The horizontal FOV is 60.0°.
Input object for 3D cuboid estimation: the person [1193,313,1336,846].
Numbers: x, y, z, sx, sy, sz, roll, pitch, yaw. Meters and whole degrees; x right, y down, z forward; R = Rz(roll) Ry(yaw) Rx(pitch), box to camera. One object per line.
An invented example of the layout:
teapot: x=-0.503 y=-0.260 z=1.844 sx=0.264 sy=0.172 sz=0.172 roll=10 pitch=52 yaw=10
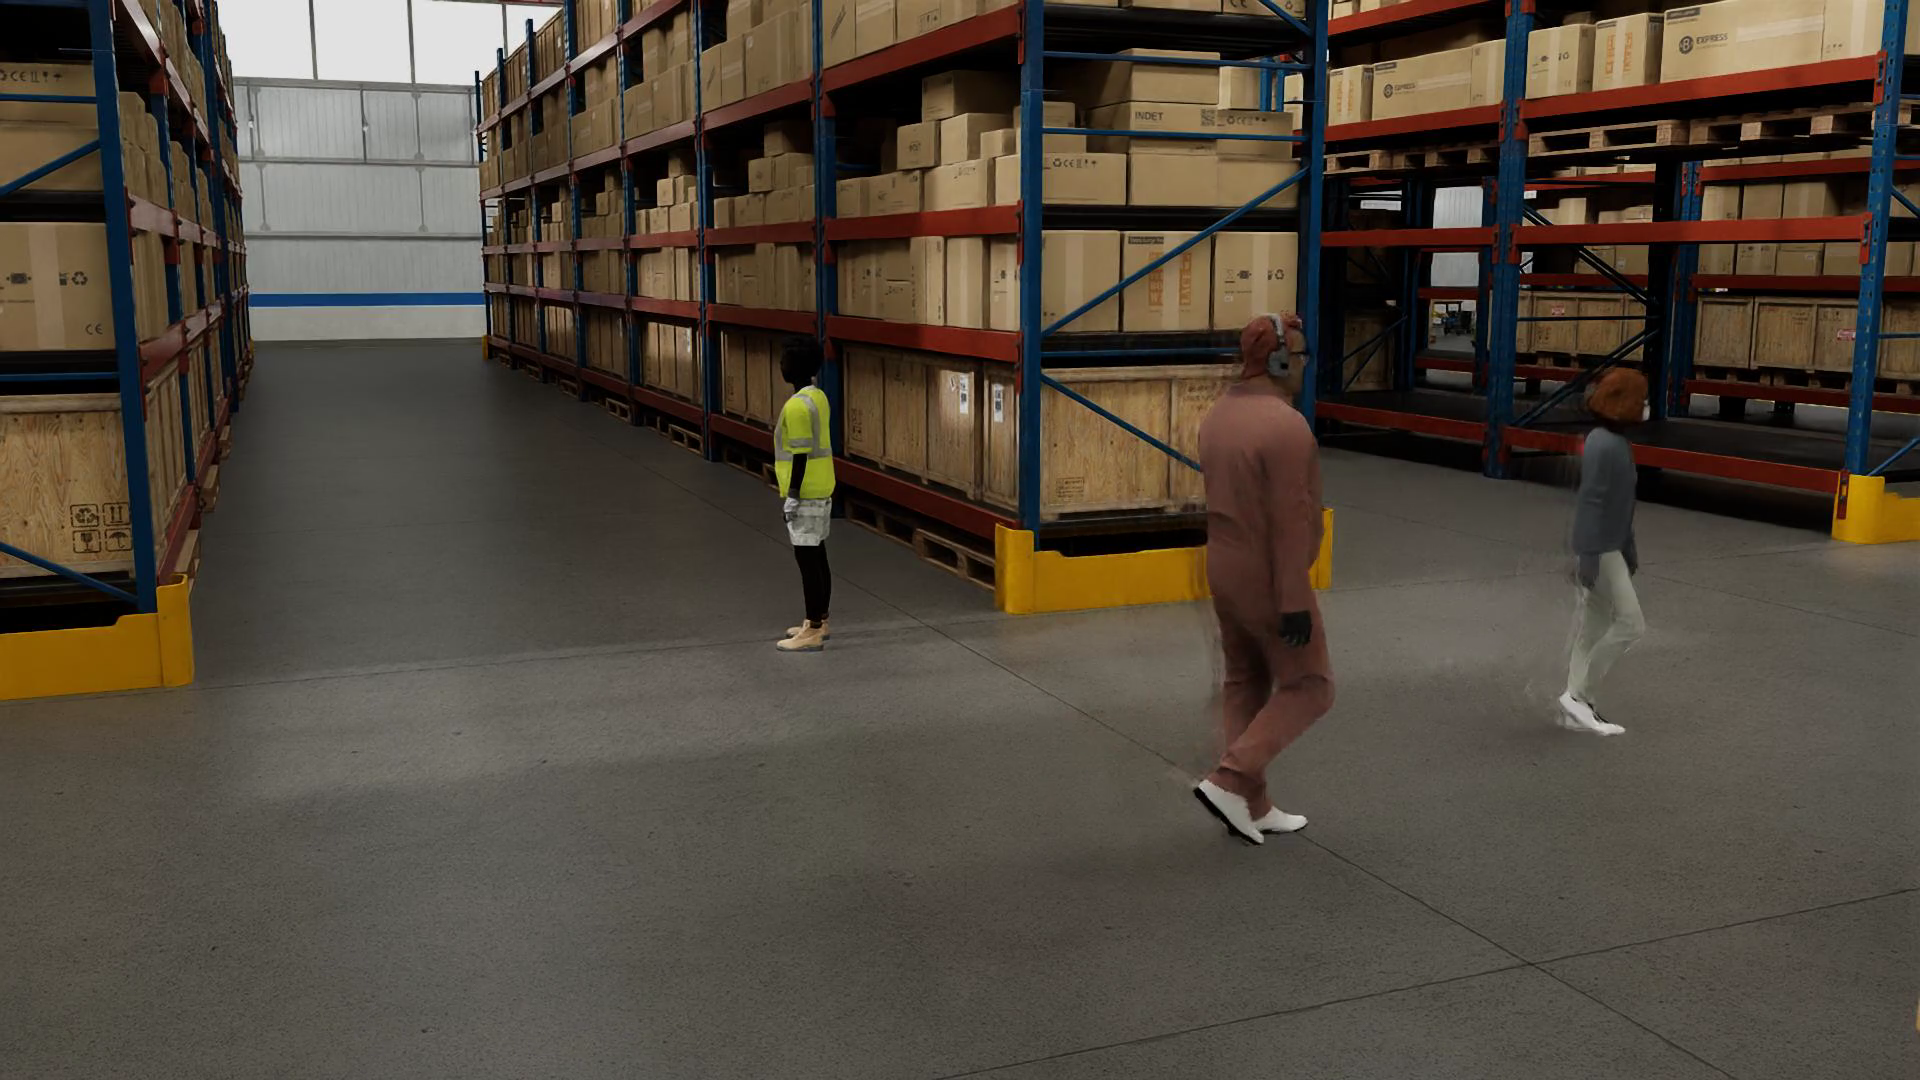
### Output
person: x=1.083 y=0.153 z=5.875 sx=0.427 sy=1.895 sz=0.666 roll=-3 pitch=10 yaw=-16

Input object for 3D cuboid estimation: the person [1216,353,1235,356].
person: x=2.662 y=-1.868 z=17.933 sx=0.579 sy=1.909 sz=0.821 roll=-4 pitch=10 yaw=-23

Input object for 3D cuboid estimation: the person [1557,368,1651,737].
person: x=2.825 y=0.066 z=7.210 sx=0.367 sy=1.616 sz=0.536 roll=5 pitch=11 yaw=29

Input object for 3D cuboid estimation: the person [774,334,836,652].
person: x=-0.834 y=-0.252 z=8.910 sx=0.318 sy=1.696 sz=0.537 roll=1 pitch=10 yaw=6
